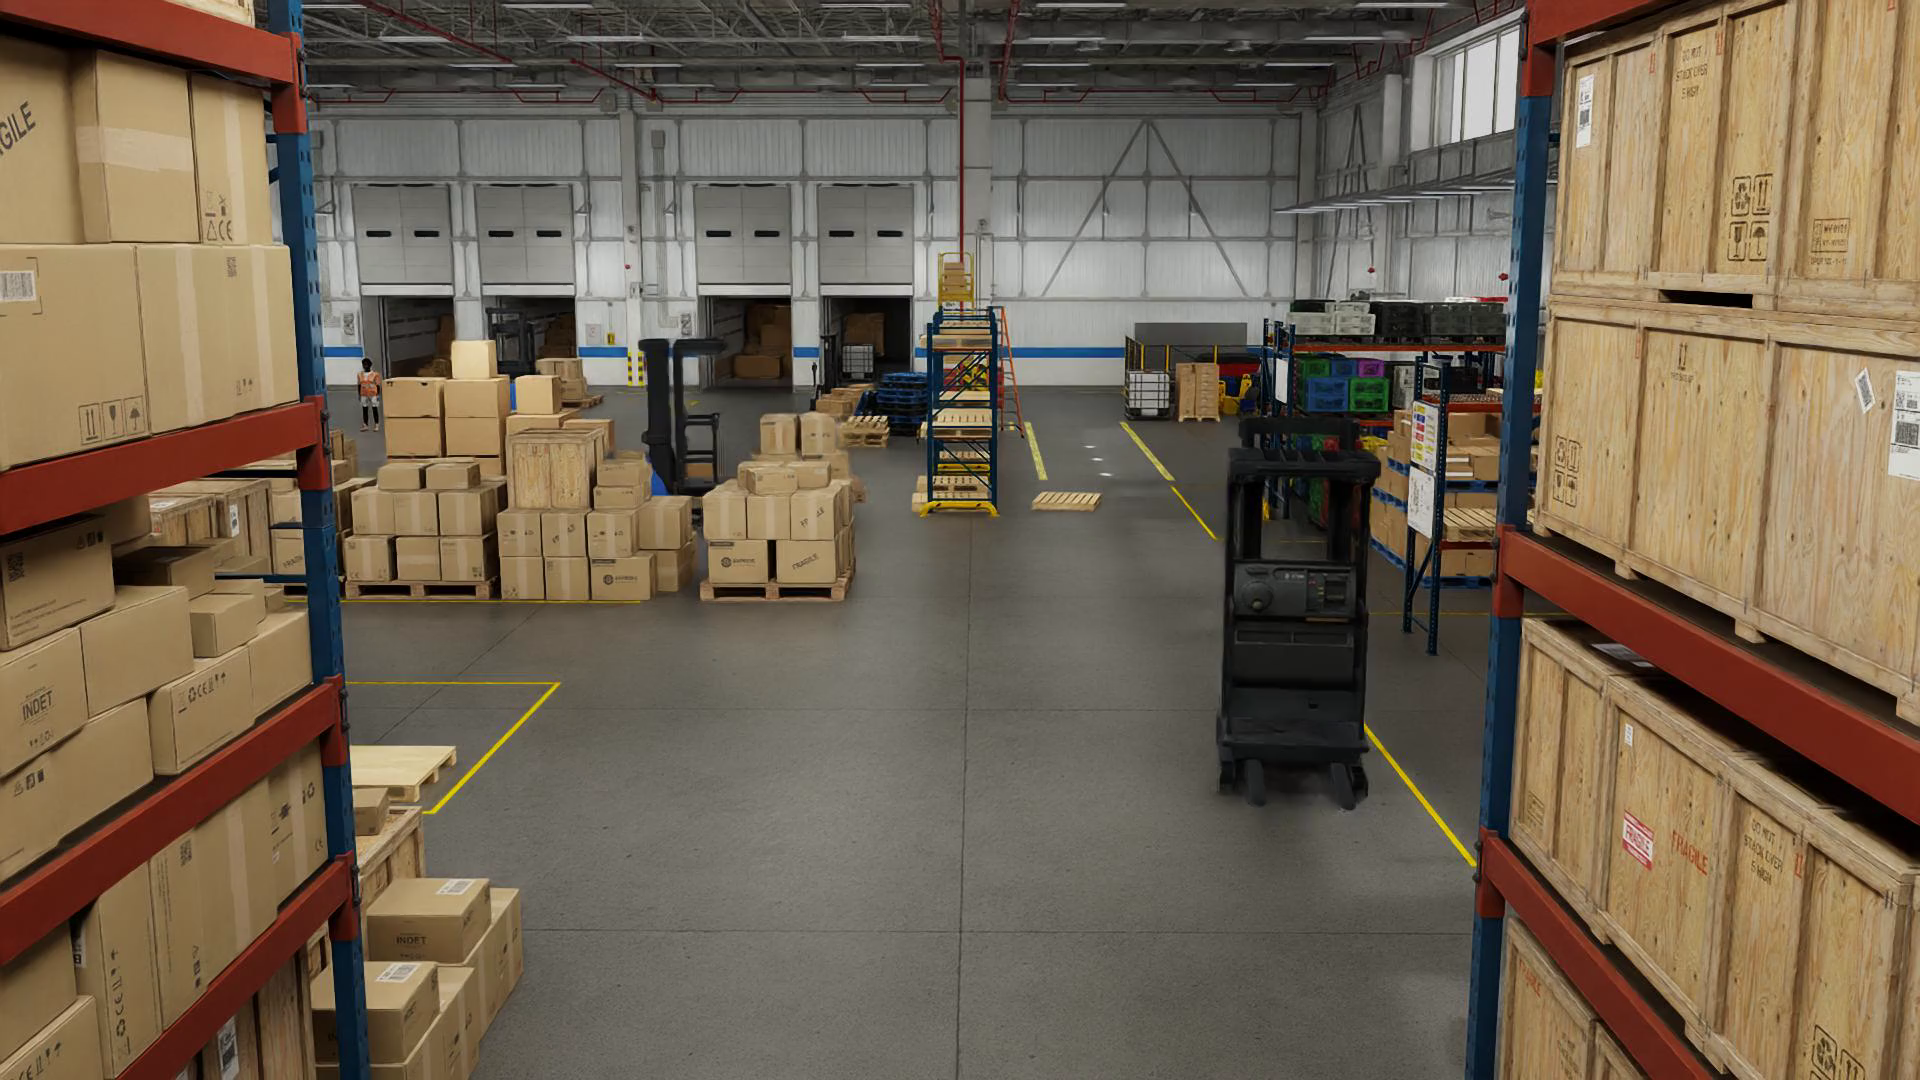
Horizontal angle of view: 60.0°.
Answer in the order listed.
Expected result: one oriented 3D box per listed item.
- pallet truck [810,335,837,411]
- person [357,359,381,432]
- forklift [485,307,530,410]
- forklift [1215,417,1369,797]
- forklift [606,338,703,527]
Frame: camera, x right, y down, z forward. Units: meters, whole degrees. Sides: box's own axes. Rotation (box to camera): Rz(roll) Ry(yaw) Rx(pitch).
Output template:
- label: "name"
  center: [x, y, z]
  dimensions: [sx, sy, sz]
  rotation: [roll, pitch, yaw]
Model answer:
- label: "pallet truck"
  center: [-3.021, -4.312, 43.126]
  dimensions: [1.885, 1.965, 0.823]
  rotation: [3, 10, 17]
- label: "person"
  center: [-13.644, -3.344, 38.407]
  dimensions: [0.536, 1.696, 0.321]
  rotation: [0, 10, 2]
- label: "forklift"
  center: [-10.751, -4.150, 39.642]
  dimensions: [1.129, 2.768, 1.873]
  rotation: [0, 10, 1]
- label: "forklift"
  center: [2.657, 0.414, 13.315]
  dimensions: [1.129, 2.768, 1.873]
  rotation: [1, 10, 8]
- label: "forklift"
  center: [-4.555, -1.634, 25.130]
  dimensions: [1.873, 2.768, 1.129]
  rotation: [-1, 10, -7]
